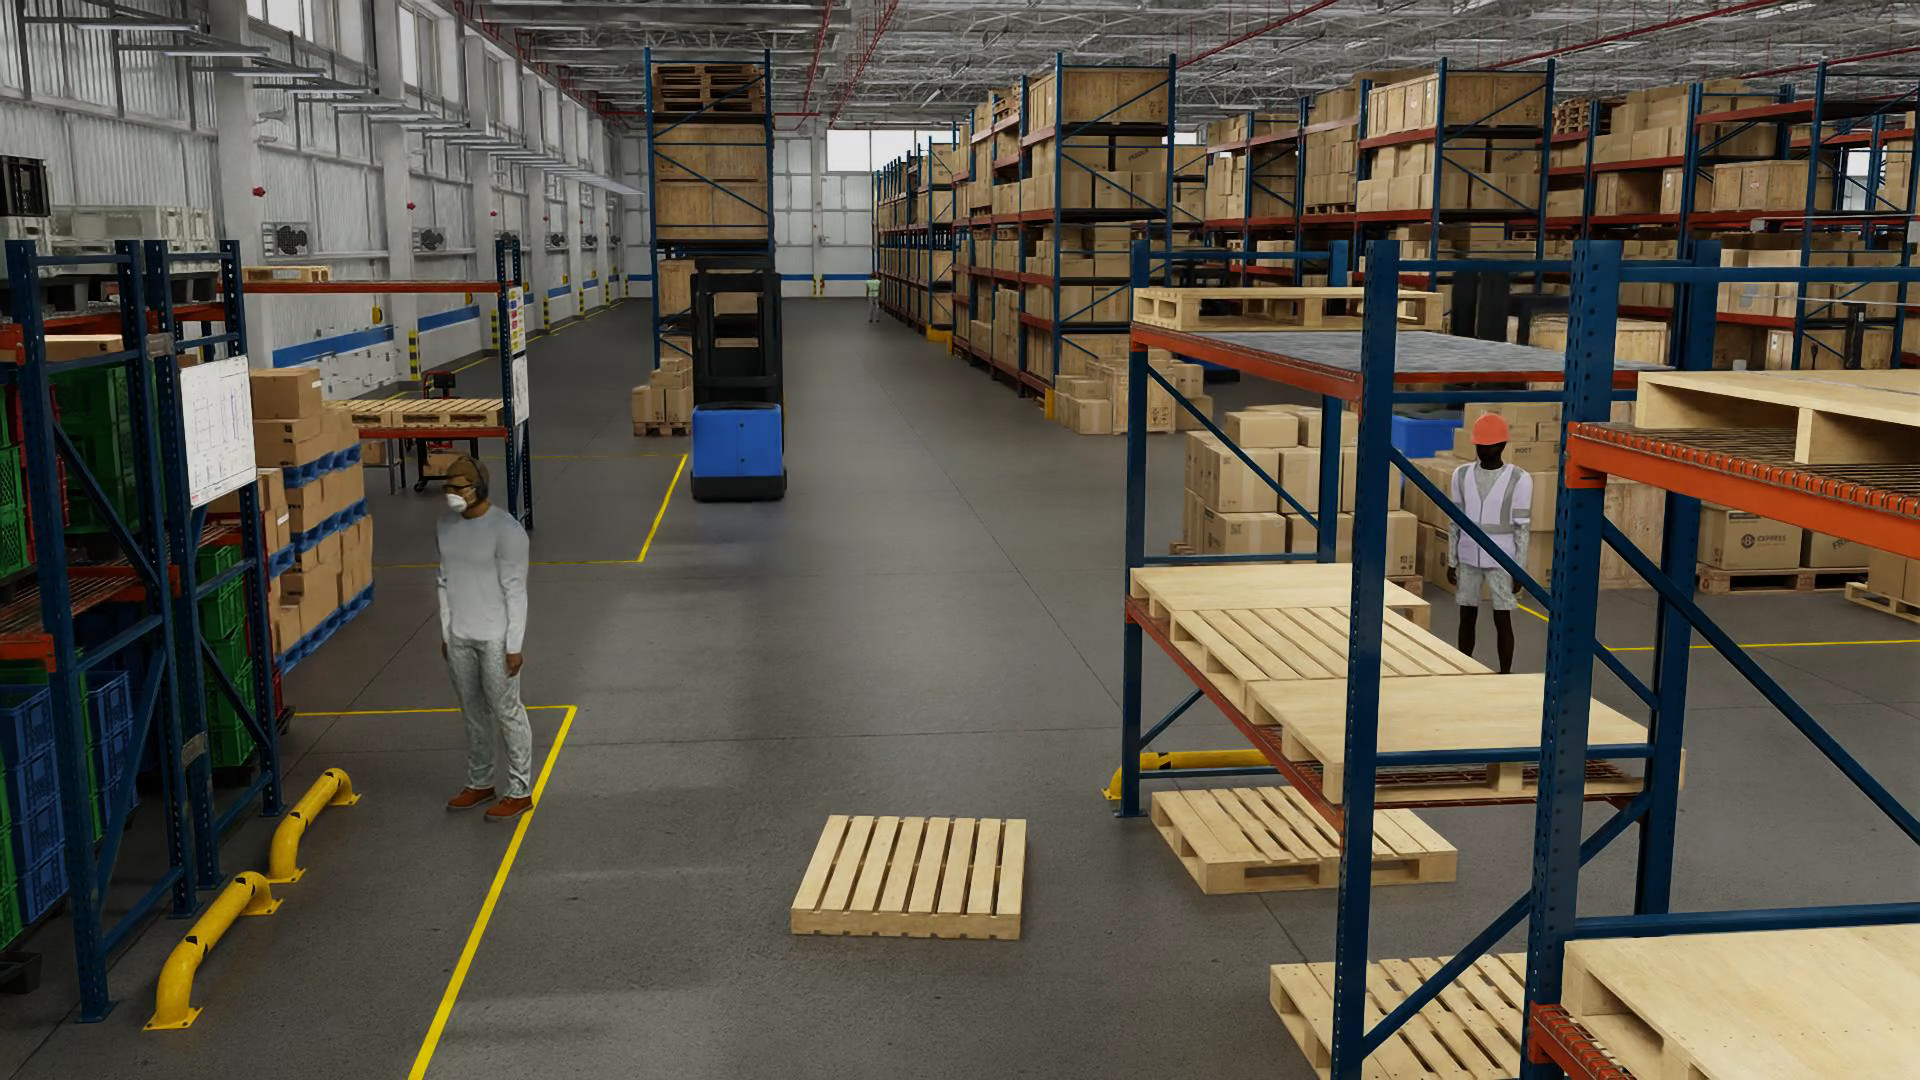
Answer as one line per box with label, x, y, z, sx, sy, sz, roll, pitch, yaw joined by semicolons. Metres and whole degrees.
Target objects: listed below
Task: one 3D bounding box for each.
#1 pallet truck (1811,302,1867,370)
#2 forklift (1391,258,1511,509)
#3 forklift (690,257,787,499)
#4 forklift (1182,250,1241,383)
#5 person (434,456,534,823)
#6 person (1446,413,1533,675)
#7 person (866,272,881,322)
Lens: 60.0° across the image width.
pallet truck;15.846;-3.142;28.793;1.885;1.965;0.823;2;10;12
forklift;5.727;-1.742;18.585;1.873;2.768;1.129;-1;10;-7
forklift;-2.664;-1.977;19.888;1.129;2.768;1.873;-1;10;-6
forklift;5.294;-4.806;35.561;1.129;2.768;1.873;-1;10;-6
person;-2.500;0.512;8.739;0.630;1.931;0.367;6;12;32
person;3.438;0.128;10.880;0.543;1.928;0.400;8;13;39
person;-3.202;-9.012;61.733;0.565;1.846;0.390;-2;10;-9
